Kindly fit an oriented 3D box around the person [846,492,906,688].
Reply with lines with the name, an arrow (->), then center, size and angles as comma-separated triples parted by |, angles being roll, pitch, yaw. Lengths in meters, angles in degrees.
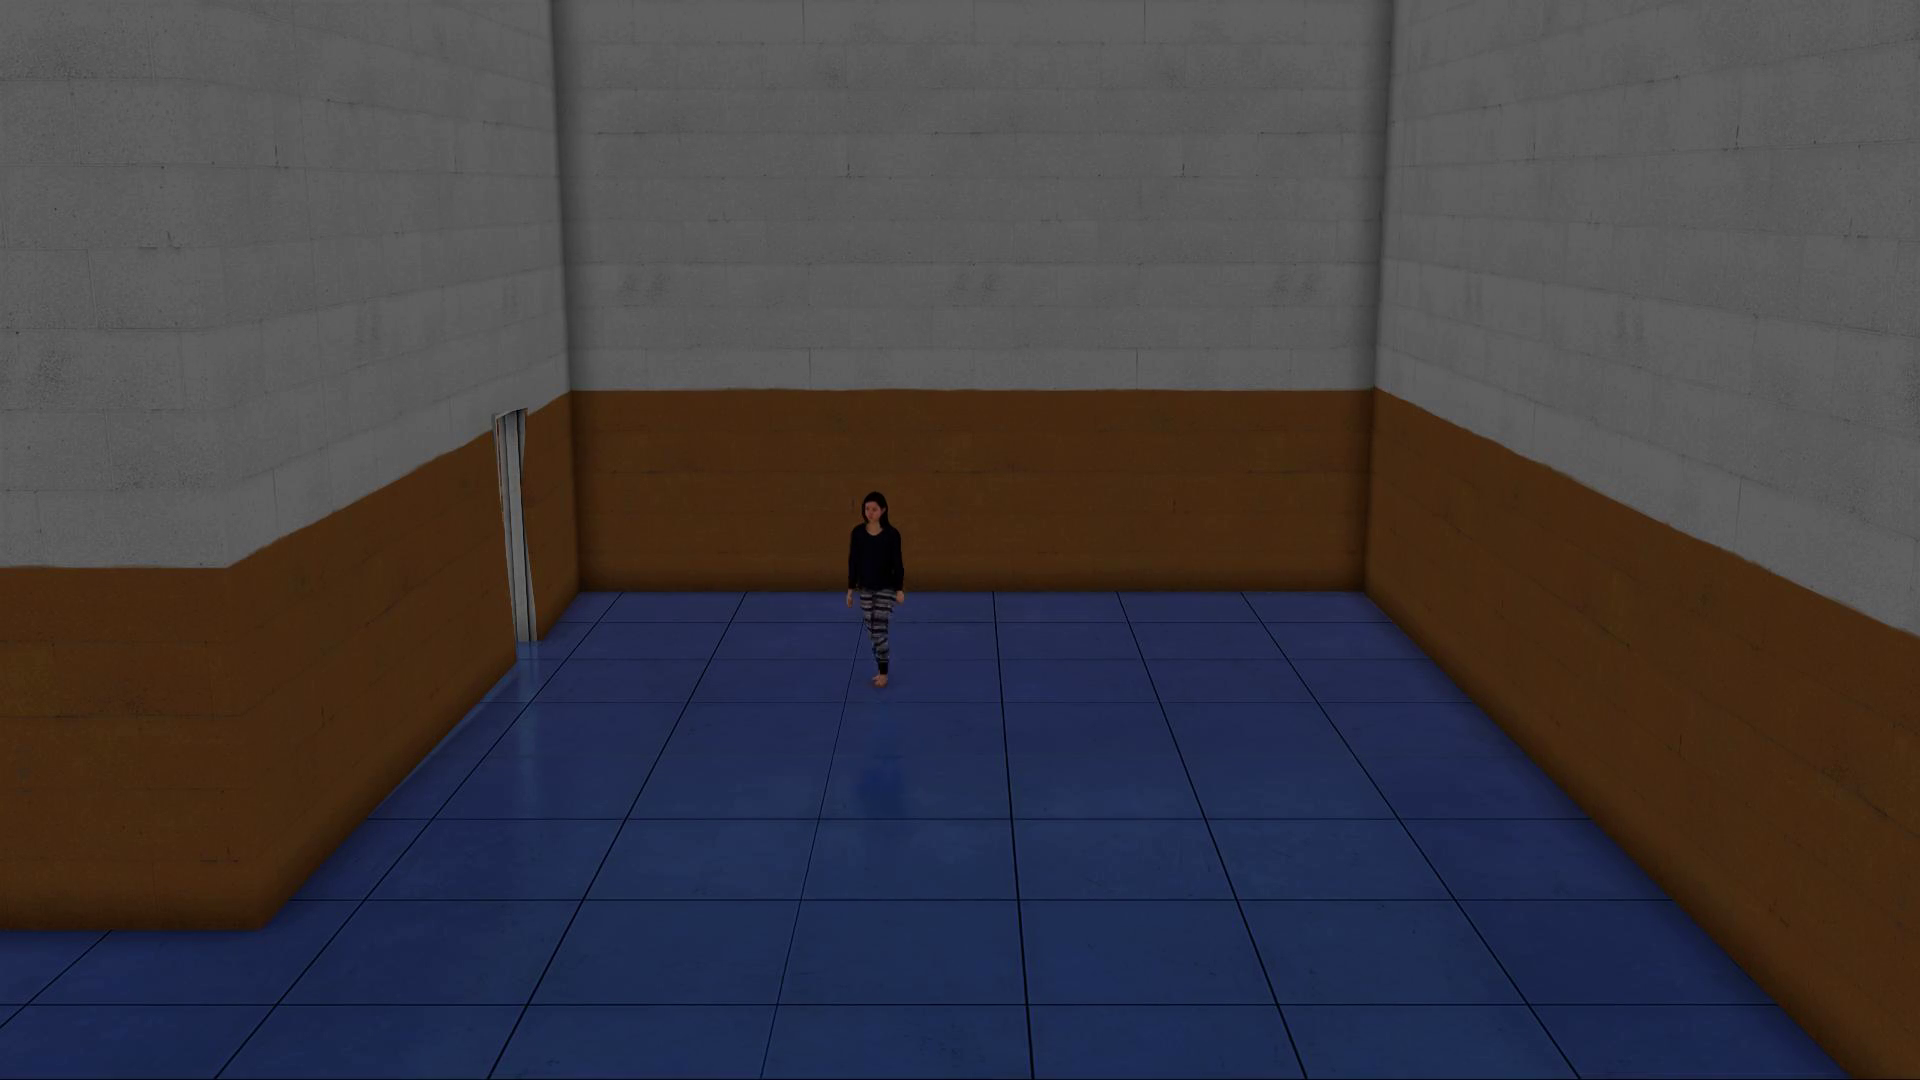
person -> -0.694, 0.403, 14.524 | 0.711, 1.711, 0.785 | 5, 13, 24
